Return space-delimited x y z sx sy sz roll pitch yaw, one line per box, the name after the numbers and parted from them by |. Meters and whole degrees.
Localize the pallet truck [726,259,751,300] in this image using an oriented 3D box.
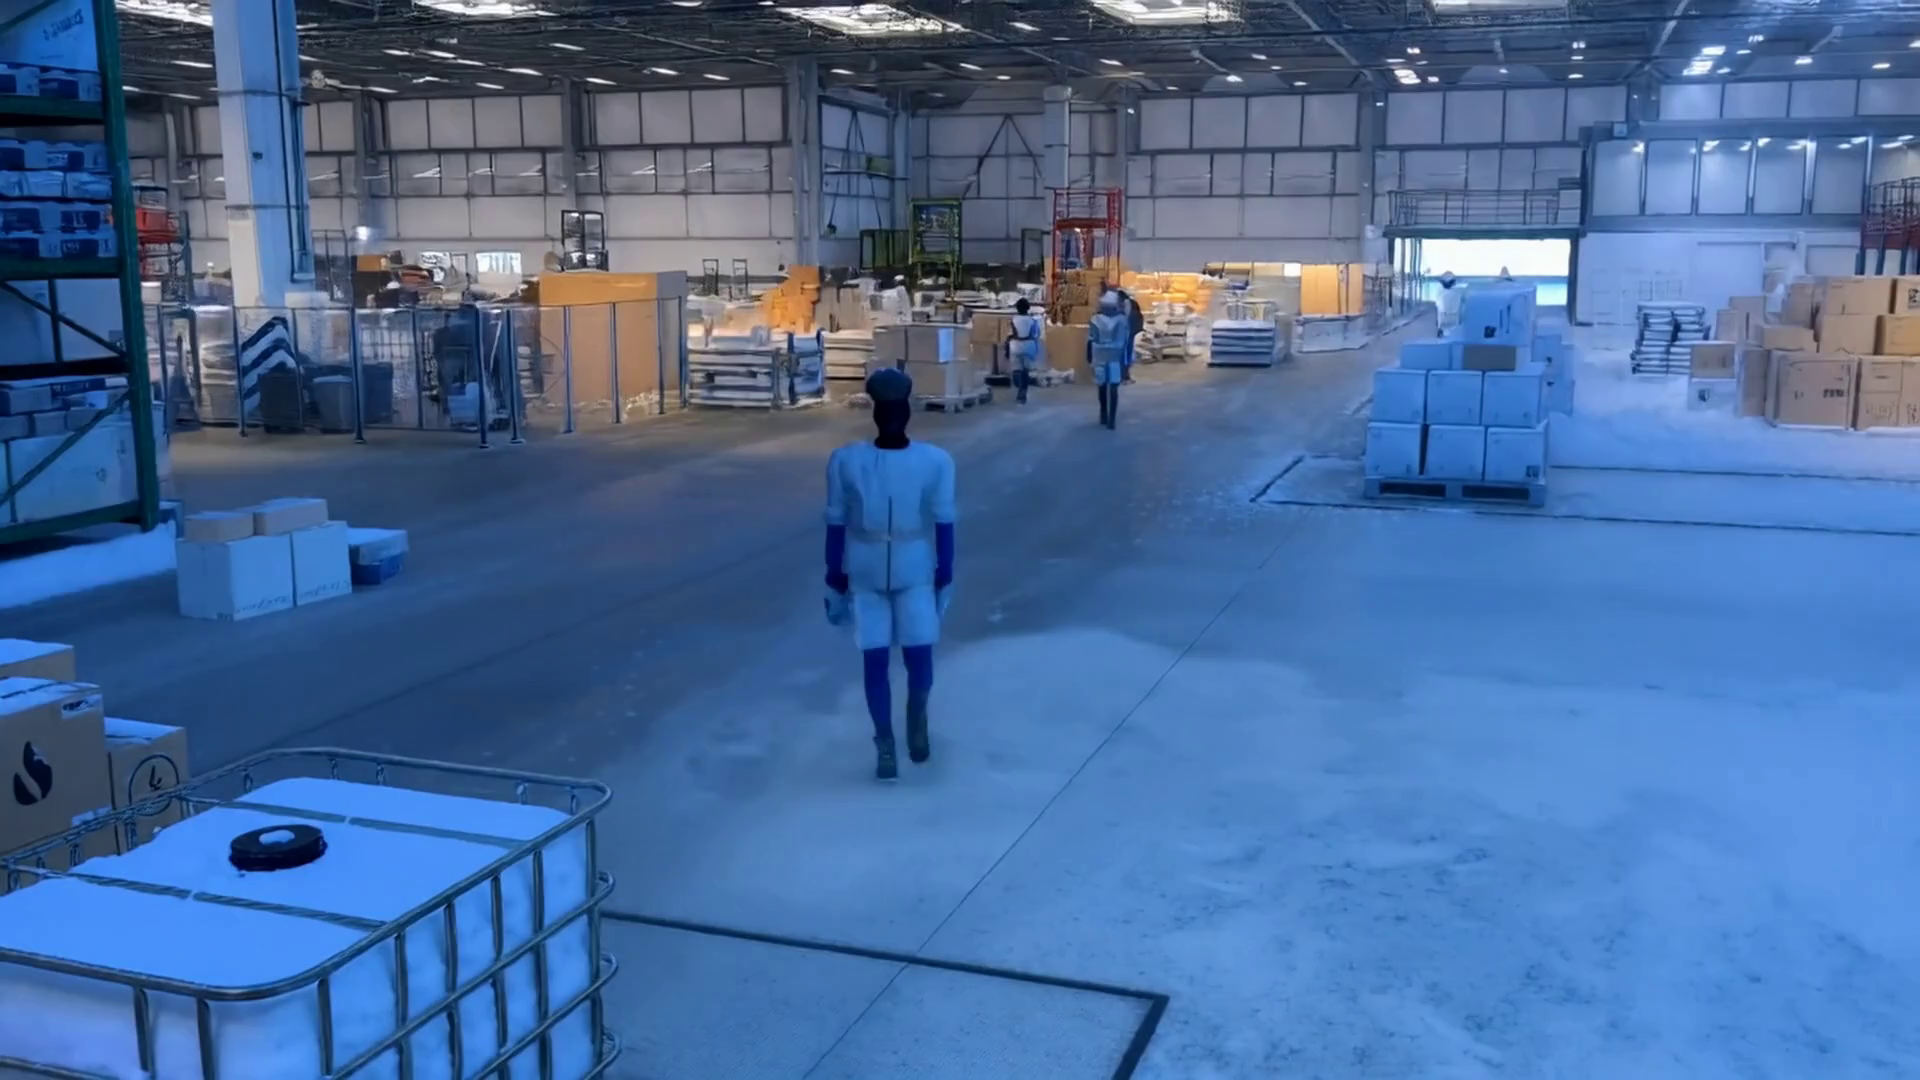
-7.986 -9.493 62.019 0.823 1.965 1.885 3 11 17 | pallet truck

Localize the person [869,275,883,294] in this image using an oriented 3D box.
-1.746 -4.964 36.979 0.926 1.825 0.545 4 11 19 | person

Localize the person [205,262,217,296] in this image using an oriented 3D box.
-29.401 -9.995 65.351 0.586 1.824 0.404 9 14 42 | person

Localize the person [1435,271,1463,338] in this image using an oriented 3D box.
9.413 -4.147 31.924 0.627 2.011 1.002 -3 10 -16 | person

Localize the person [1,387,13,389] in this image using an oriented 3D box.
-12.458 -2.179 21.445 0.965 1.773 0.605 4 11 19 | person

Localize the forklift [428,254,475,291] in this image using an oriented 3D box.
-20.133 -10.254 65.465 1.157 1.987 2.680 3 11 19 | forklift

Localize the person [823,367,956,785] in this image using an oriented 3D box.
-0.329 0.174 7.704 0.618 1.949 0.412 0 10 0 | person

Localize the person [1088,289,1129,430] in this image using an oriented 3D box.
2.043 -2.484 22.815 0.549 1.910 0.858 1 10 7 | person

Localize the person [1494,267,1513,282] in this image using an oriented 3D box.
15.887 -7.071 48.752 0.580 1.866 0.565 7 12 34 | person

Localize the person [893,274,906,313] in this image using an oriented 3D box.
-1.557 -5.917 42.536 0.326 1.767 0.533 0 10 1 | person

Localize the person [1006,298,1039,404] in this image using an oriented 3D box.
0.992 -2.939 26.011 0.540 1.681 0.583 -2 10 -12 | person

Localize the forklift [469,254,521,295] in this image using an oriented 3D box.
-17.990 -10.121 64.684 1.157 1.987 2.680 3 11 17 | forklift

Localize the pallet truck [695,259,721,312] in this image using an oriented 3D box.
-9.165 -9.627 62.776 0.823 1.965 1.885 4 11 23 | pallet truck

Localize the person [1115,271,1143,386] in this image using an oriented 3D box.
2.999 -3.765 29.641 0.538 2.000 0.683 3 11 16 | person
